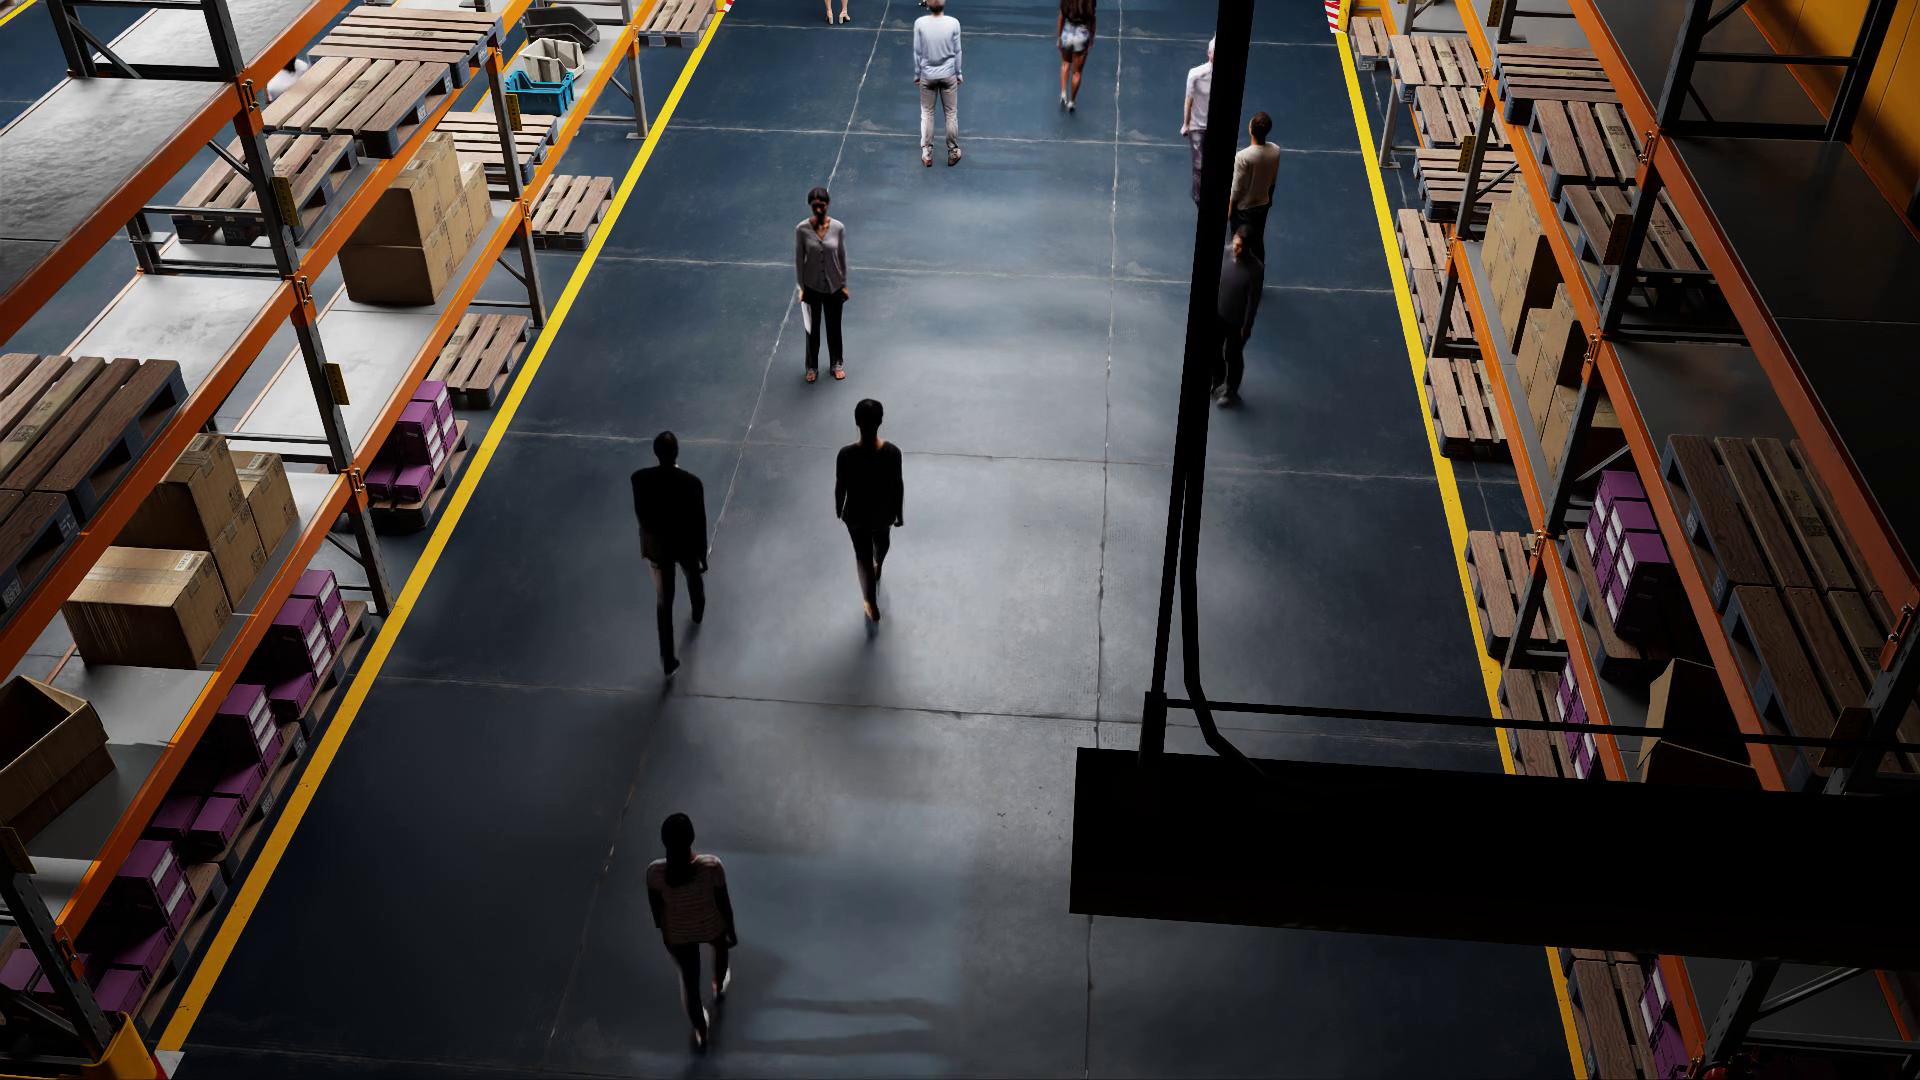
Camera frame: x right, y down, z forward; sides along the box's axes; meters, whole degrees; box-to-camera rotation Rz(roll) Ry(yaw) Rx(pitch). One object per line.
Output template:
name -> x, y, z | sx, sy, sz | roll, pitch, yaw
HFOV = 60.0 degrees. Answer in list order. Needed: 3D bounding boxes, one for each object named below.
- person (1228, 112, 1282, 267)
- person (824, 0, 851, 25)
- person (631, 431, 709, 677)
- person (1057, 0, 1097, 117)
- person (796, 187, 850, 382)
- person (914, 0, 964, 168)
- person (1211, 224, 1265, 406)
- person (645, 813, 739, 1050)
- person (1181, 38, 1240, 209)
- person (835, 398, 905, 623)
person -> 2.668, -3.049, 15.190 | 0.730, 1.812, 0.744 | -19, 42, -22
person -> -1.563, -7.272, 20.509 | 0.629, 1.774, 0.609 | 3, 39, 4
person -> -1.963, 0.115, 11.271 | 0.741, 1.759, 1.201 | -1, 39, -1
person -> 1.261, -5.465, 18.378 | 0.638, 1.610, 0.711 | 8, 39, 10
person -> -1.170, -2.179, 14.133 | 0.634, 1.773, 0.598 | -5, 39, -6
person -> -0.230, -4.830, 17.357 | 0.674, 1.892, 0.568 | 1, 39, 1
person -> 2.279, -1.887, 13.801 | 0.821, 1.731, 0.774 | -22, 44, -25
person -> -1.415, 2.129, 8.858 | 0.694, 1.624, 0.819 | -5, 39, -7
person -> 2.444, -4.141, 16.575 | 0.941, 1.791, 1.231 | -9, 40, -11
person -> -0.628, -0.184, 11.708 | 0.815, 1.682, 1.118 | -6, 39, -7
